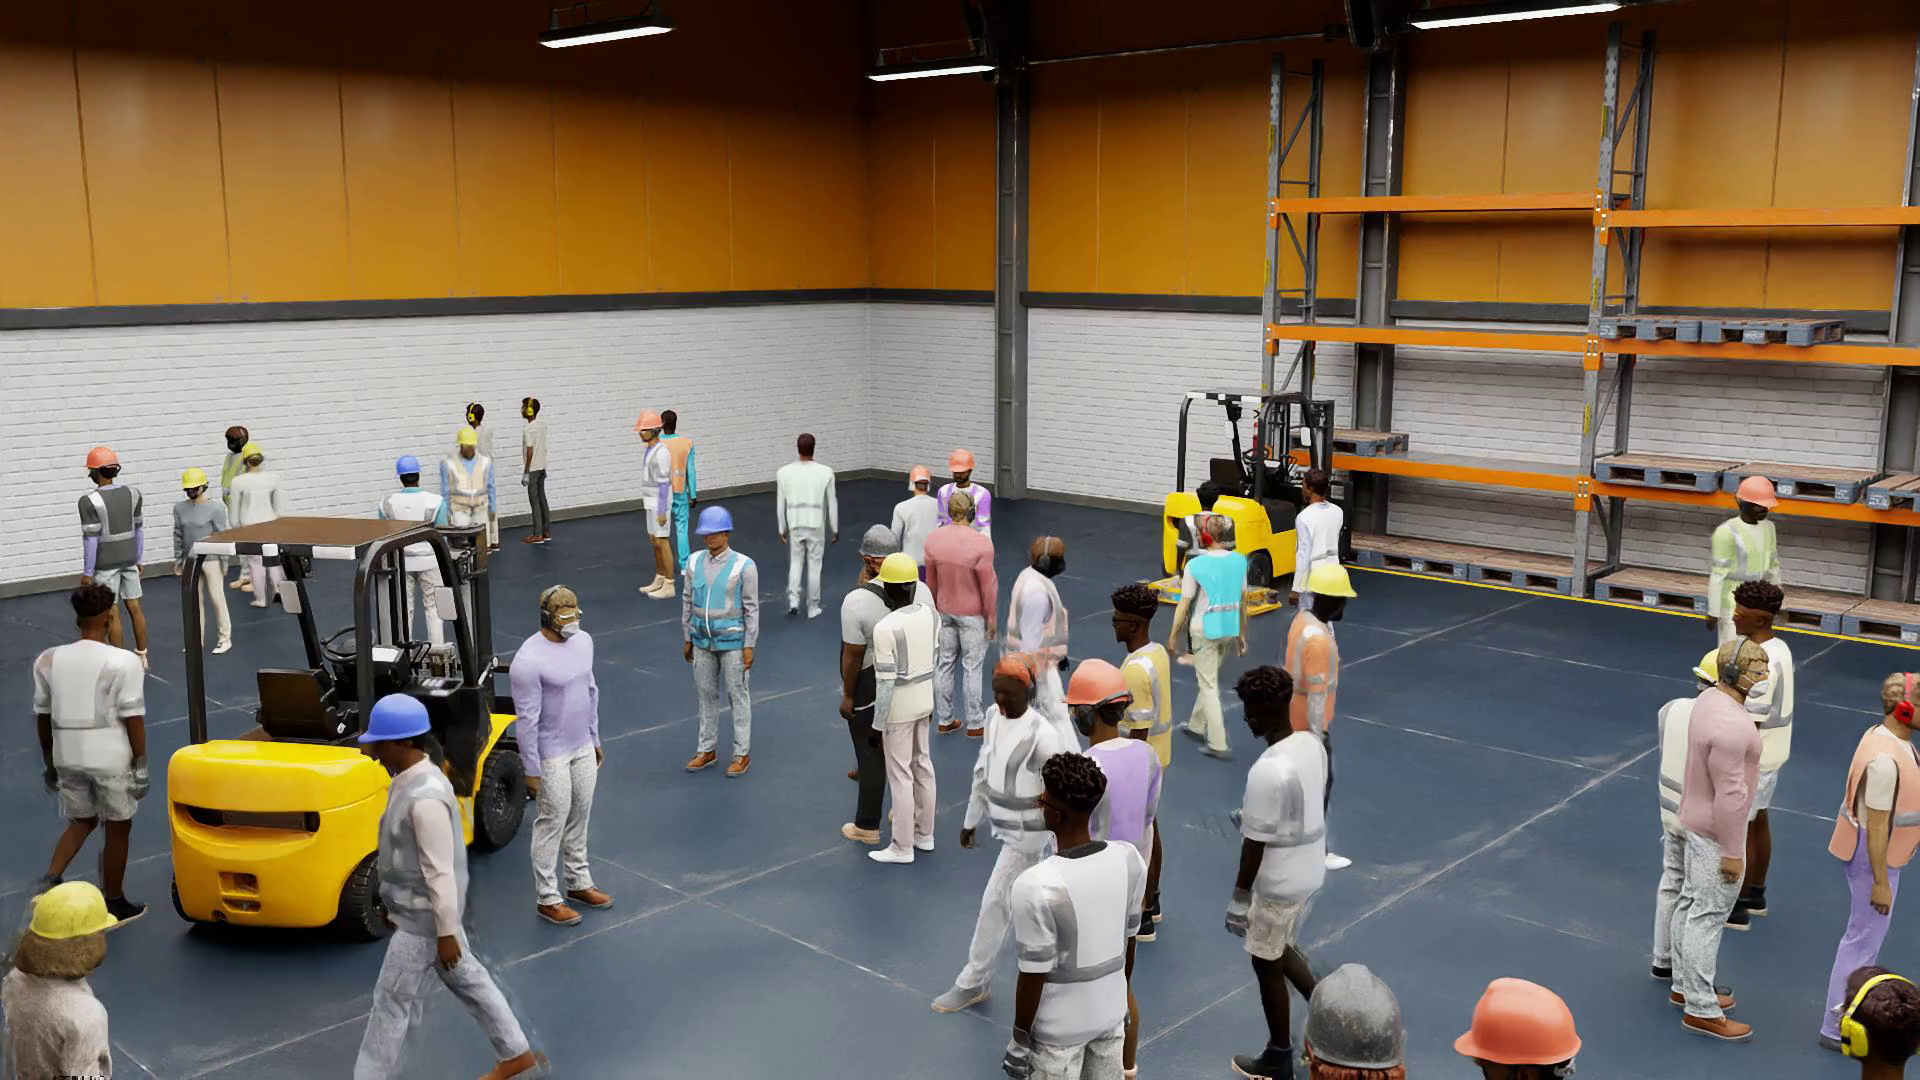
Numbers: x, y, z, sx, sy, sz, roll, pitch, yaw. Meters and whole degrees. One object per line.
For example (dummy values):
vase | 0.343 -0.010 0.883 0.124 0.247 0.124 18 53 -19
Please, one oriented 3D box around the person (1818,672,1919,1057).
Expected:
person | 4.277 1.504 7.777 0.378 1.838 0.560 7 12 34

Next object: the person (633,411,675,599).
person | -3.304 -0.383 17.948 0.403 2.035 0.606 -4 11 -24

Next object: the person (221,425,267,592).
person | -7.895 -0.351 18.346 0.624 1.837 0.429 8 13 40

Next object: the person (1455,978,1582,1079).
person | 1.457 2.061 4.337 0.393 1.925 0.551 8 13 37

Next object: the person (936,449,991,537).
person | 0.019 0.110 15.442 0.545 1.930 0.388 5 11 26

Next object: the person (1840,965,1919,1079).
person | 2.440 2.062 4.522 0.506 1.864 0.332 -2 10 -9

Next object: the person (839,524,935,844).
person | -0.524 0.901 10.612 0.684 2.000 0.538 -9 13 -40

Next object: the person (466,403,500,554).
person | -5.933 -0.759 20.556 0.315 1.869 0.526 3 10 14

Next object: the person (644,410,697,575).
person | -3.336 -0.540 19.200 0.587 1.911 0.397 0 10 1

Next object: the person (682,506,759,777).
person | -1.722 0.719 11.916 0.605 1.948 0.391 4 11 22

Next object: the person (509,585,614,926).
person | -2.233 1.190 9.305 0.379 1.929 0.636 4 11 24

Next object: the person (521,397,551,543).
person | -5.465 -0.892 21.311 0.319 1.870 0.532 2 10 13

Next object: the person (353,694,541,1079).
person | -2.330 1.580 7.207 1.016 1.898 0.637 -4 11 -22

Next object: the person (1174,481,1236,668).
person | 2.206 0.316 14.955 0.549 1.687 0.319 -1 10 -8

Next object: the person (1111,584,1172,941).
person | 0.963 1.206 9.087 0.361 1.964 0.614 3 10 17

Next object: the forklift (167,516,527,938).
forklift | -3.583 0.976 9.748 1.214 2.155 2.313 2 10 11

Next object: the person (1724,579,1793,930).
person | 4.381 1.182 9.236 0.393 1.965 0.606 7 12 35

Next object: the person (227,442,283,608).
person | -7.382 -0.151 17.421 0.357 1.754 0.533 9 14 43

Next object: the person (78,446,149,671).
person | -7.459 0.195 14.622 0.378 2.045 0.605 4 11 23

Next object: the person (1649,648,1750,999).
person | 3.716 1.417 8.310 0.403 1.818 0.606 -2 10 -13

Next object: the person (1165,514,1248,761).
person | 1.806 0.697 12.410 0.595 1.810 0.736 -7 12 -36

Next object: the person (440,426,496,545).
person | -5.495 -0.383 18.588 0.596 1.806 0.603 -6 11 -30

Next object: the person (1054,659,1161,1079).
person | 0.589 1.513 7.170 0.404 2.030 0.612 9 13 41

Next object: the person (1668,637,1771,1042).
person | 3.657 1.411 8.013 0.379 1.937 0.629 3 10 15

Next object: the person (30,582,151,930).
person | -4.771 1.217 9.124 0.638 1.934 0.637 2 10 9

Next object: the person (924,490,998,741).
person | 0.020 0.574 12.770 0.631 1.940 0.372 7 12 33

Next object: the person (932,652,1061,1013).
person | 0.282 1.434 8.172 0.791 1.844 0.634 -3 10 -15

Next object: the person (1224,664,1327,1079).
person | 1.460 1.508 7.458 0.493 1.933 0.652 6 12 30

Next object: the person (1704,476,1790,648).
person | 6.125 0.498 12.948 0.656 2.030 0.410 -5 11 -27

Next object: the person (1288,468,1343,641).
person | 3.016 0.348 14.115 0.392 1.918 0.587 9 13 42

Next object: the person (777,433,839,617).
person | -1.547 -0.138 16.921 0.612 1.908 0.434 1 10 8

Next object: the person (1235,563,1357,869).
person | 2.059 1.064 10.050 0.601 1.906 0.614 0 10 3

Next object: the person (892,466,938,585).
person | -0.407 0.141 15.928 0.602 1.698 0.710 -5 11 -25

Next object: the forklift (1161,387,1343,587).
forklift | 3.298 -0.608 18.767 1.214 2.155 2.313 9 13 42

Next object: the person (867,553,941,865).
person | -0.356 1.030 10.199 0.370 1.928 0.585 7 12 34

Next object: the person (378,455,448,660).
person | -4.859 0.208 14.863 0.612 1.937 0.418 -1 10 -6

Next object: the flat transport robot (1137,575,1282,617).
flat transport robot | 2.599 0.574 17.510 1.431 0.197 0.652 9 13 41

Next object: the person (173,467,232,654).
person | -7.049 0.195 15.451 0.531 1.761 0.339 2 10 11

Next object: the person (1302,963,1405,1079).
person | 0.940 2.029 4.191 0.689 2.000 0.539 -1 10 -7

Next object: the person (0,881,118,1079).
person | -3.004 1.972 5.442 0.497 1.713 0.687 5 11 27

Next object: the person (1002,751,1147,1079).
person | 0.409 1.730 6.105 0.607 1.966 0.367 -9 13 -41
